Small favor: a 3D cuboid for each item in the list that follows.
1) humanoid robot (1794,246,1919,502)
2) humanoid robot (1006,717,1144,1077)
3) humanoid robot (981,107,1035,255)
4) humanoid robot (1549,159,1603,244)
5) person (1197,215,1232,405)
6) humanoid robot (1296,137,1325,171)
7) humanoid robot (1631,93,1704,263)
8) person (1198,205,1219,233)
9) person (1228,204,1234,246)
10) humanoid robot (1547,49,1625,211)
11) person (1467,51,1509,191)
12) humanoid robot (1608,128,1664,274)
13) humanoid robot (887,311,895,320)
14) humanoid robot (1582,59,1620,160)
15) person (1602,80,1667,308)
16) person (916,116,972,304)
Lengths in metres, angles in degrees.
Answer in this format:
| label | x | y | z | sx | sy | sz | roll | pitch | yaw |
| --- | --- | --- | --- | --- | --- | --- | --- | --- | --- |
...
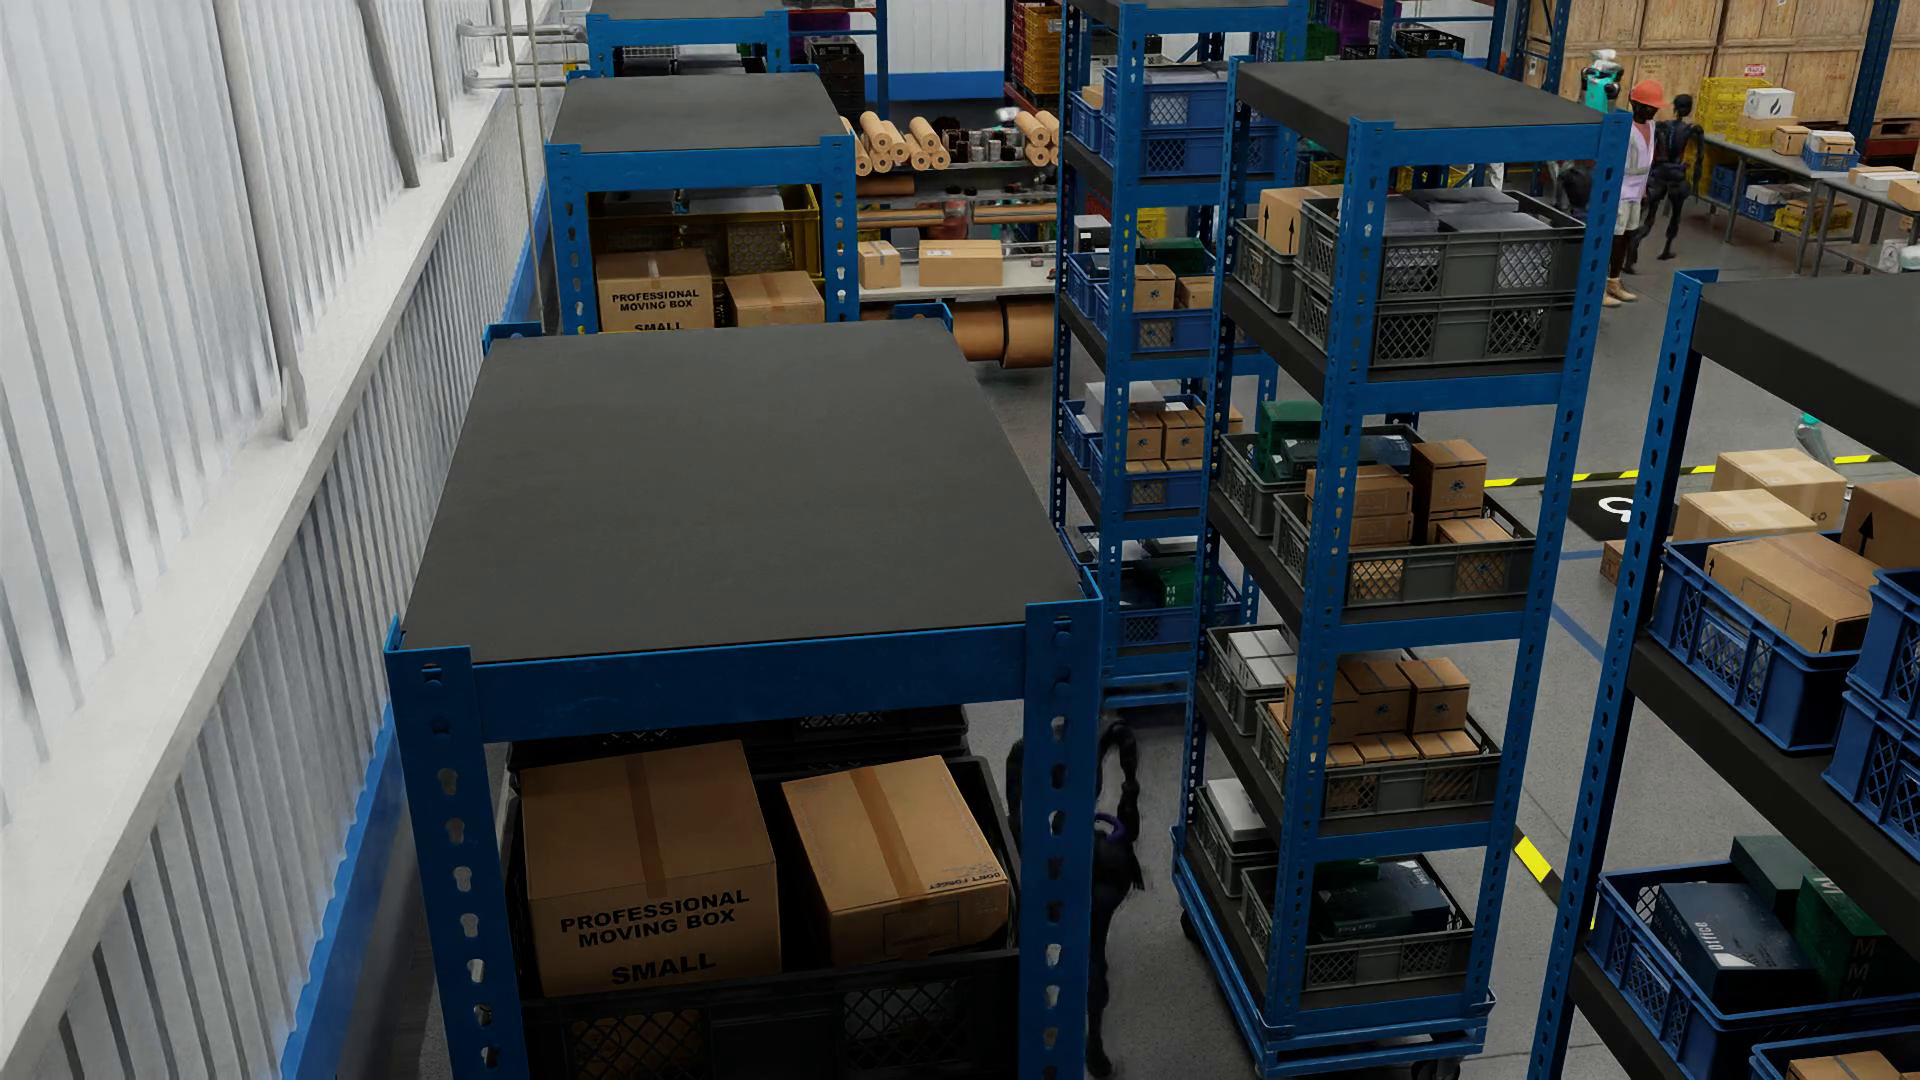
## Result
| label | x | y | z | sx | sy | sz | roll | pitch | yaw |
| --- | --- | --- | --- | --- | --- | --- | --- | --- | --- |
| humanoid robot | 5.774 | -1.102 | 10.782 | 0.735 | 1.673 | 0.533 | 14 | 28 | 28 |
| humanoid robot | 0.382 | 1.168 | 6.087 | 0.615 | 1.641 | 0.516 | -12 | 27 | -24 |
| humanoid robot | 0.394 | -3.070 | 15.339 | 0.535 | 1.903 | 0.733 | -5 | 25 | -12 |
| humanoid robot | 5.393 | -2.703 | 14.534 | 0.589 | 1.659 | 0.644 | -12 | 27 | -24 |
| person | 1.662 | -1.261 | 11.146 | 0.390 | 1.851 | 0.586 | -3 | 25 | -6 |
| humanoid robot | 3.938 | -4.598 | 18.533 | 0.805 | 1.786 | 0.541 | 11 | 27 | 23 |
| humanoid robot | 6.945 | -3.535 | 16.317 | 0.593 | 1.633 | 0.658 | 22 | 33 | 40 |
| person | 2.417 | -3.387 | 15.776 | 0.429 | 1.845 | 0.624 | -9 | 26 | -19 |
| person | 2.494 | -3.510 | 16.091 | 0.622 | 1.807 | 0.449 | 17 | 30 | 32 |
| humanoid robot | 6.820 | -4.543 | 18.336 | 0.547 | 1.737 | 0.682 | -11 | 27 | -22 |
| person | 5.518 | -4.147 | 17.376 | 0.573 | 1.887 | 0.355 | 5 | 25 | 10 |
| humanoid robot | 6.438 | -3.397 | 15.993 | 0.608 | 1.650 | 0.388 | -7 | 26 | -14 |
| humanoid robot | -0.325 | -0.546 | 9.811 | 0.585 | 1.643 | 0.544 | -2 | 25 | -5 |
| humanoid robot | 6.940 | -4.212 | 17.702 | 0.815 | 1.784 | 0.594 | -7 | 26 | -15 |
| person | 6.009 | -3.098 | 14.934 | 0.611 | 2.030 | 0.400 | -22 | 32 | -39 |
| person | -0.117 | -2.513 | 13.730 | 0.361 | 1.963 | 0.612 | 20 | 31 | 36 |
